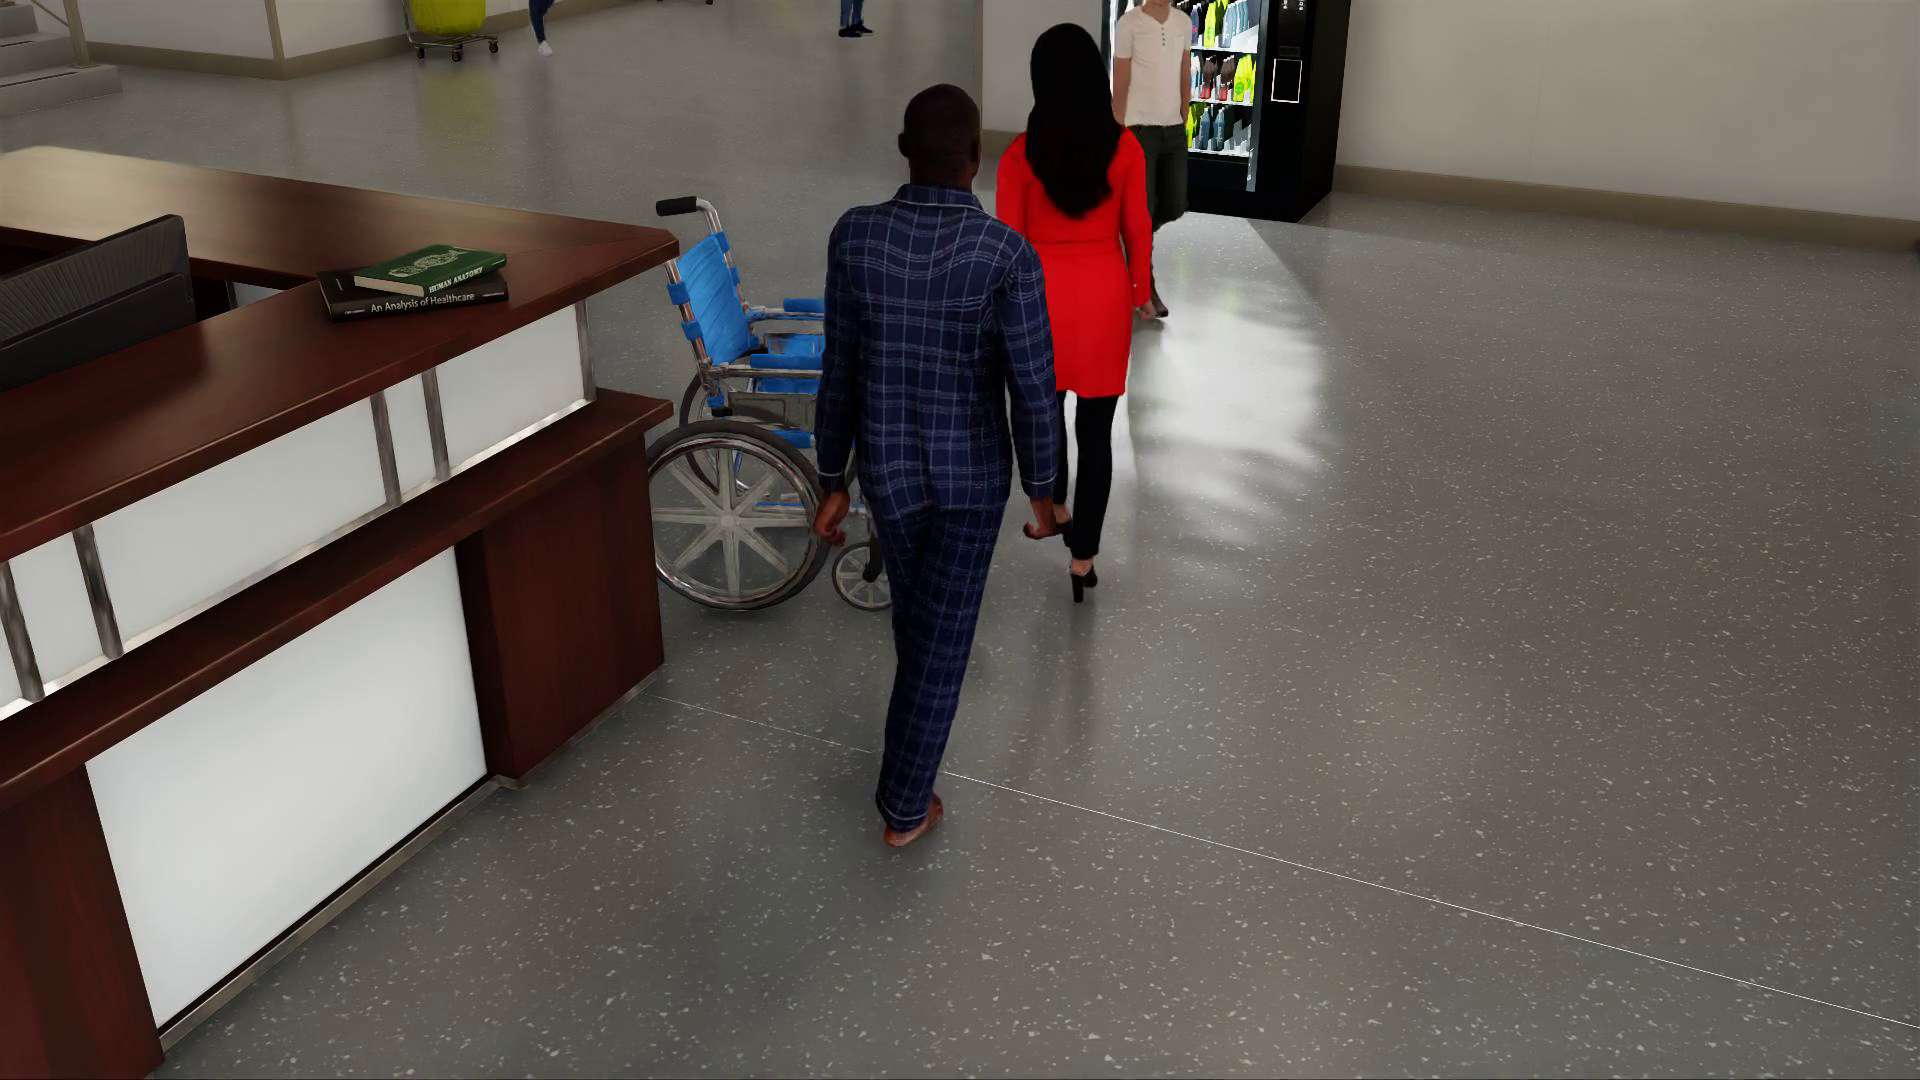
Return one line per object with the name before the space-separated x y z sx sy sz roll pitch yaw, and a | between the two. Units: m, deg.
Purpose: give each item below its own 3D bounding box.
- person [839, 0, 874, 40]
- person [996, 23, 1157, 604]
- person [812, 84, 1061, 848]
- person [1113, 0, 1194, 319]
person | -1.031 -5.106 14.838 0.678 1.244 0.622 -5 26 -11
person | 0.347 -0.616 4.967 0.818 1.730 0.870 2 26 4
person | -0.097 -0.099 3.808 0.852 1.805 0.801 9 27 18
person | 0.846 -1.878 7.686 0.862 1.641 0.922 -9 27 -18
